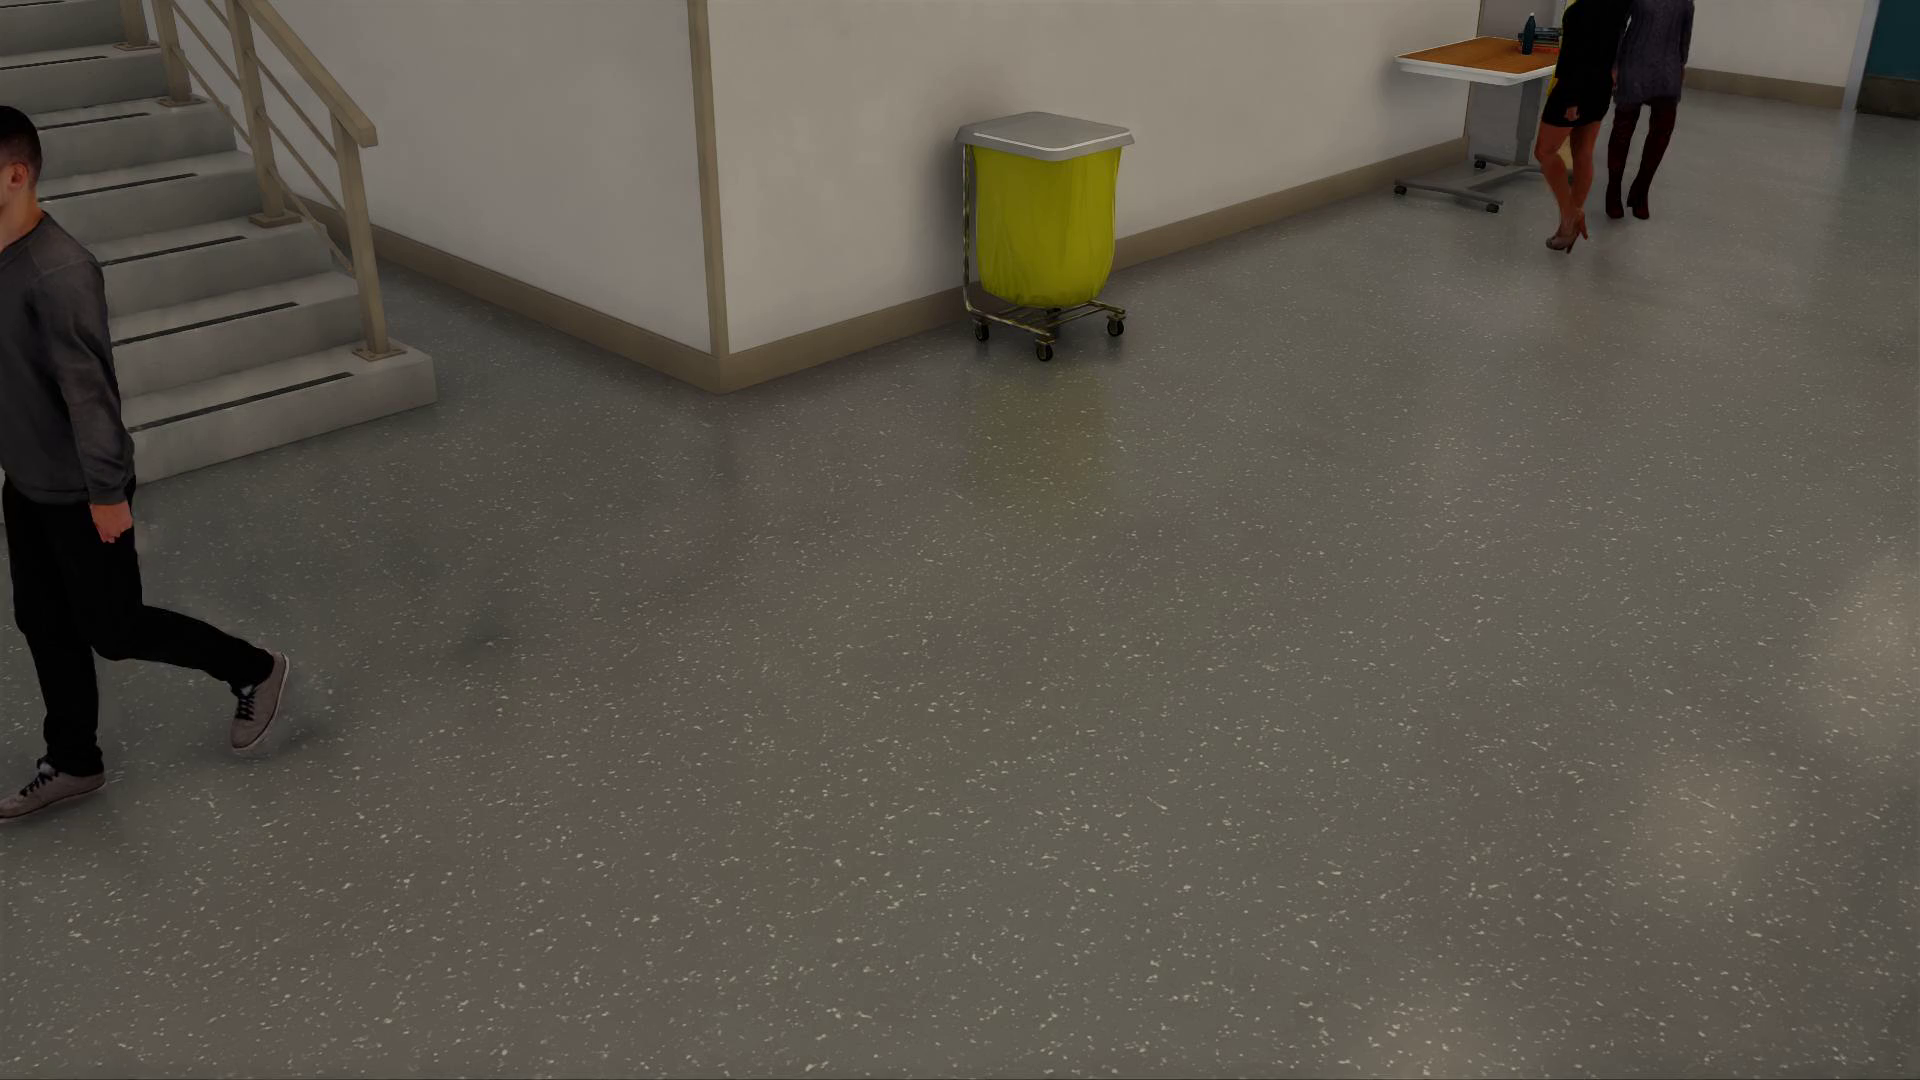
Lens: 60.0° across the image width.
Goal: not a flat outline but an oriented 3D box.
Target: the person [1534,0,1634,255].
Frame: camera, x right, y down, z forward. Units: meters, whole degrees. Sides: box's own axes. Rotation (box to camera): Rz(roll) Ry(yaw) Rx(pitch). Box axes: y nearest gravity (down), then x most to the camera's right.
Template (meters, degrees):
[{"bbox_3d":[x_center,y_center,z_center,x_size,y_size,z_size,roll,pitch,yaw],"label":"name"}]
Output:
[{"bbox_3d":[3.253,-2.247,8.517,0.626,1.633,0.650,-17,30,-31],"label":"person"}]

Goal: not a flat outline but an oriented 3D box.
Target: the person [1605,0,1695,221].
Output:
[{"bbox_3d":[3.799,-2.643,9.267,0.736,1.695,0.806,3,26,5],"label":"person"}]

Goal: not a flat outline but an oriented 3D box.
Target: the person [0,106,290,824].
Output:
[{"bbox_3d":[-2.114,-0.167,4.076,0.930,1.745,0.712,21,33,37],"label":"person"}]
